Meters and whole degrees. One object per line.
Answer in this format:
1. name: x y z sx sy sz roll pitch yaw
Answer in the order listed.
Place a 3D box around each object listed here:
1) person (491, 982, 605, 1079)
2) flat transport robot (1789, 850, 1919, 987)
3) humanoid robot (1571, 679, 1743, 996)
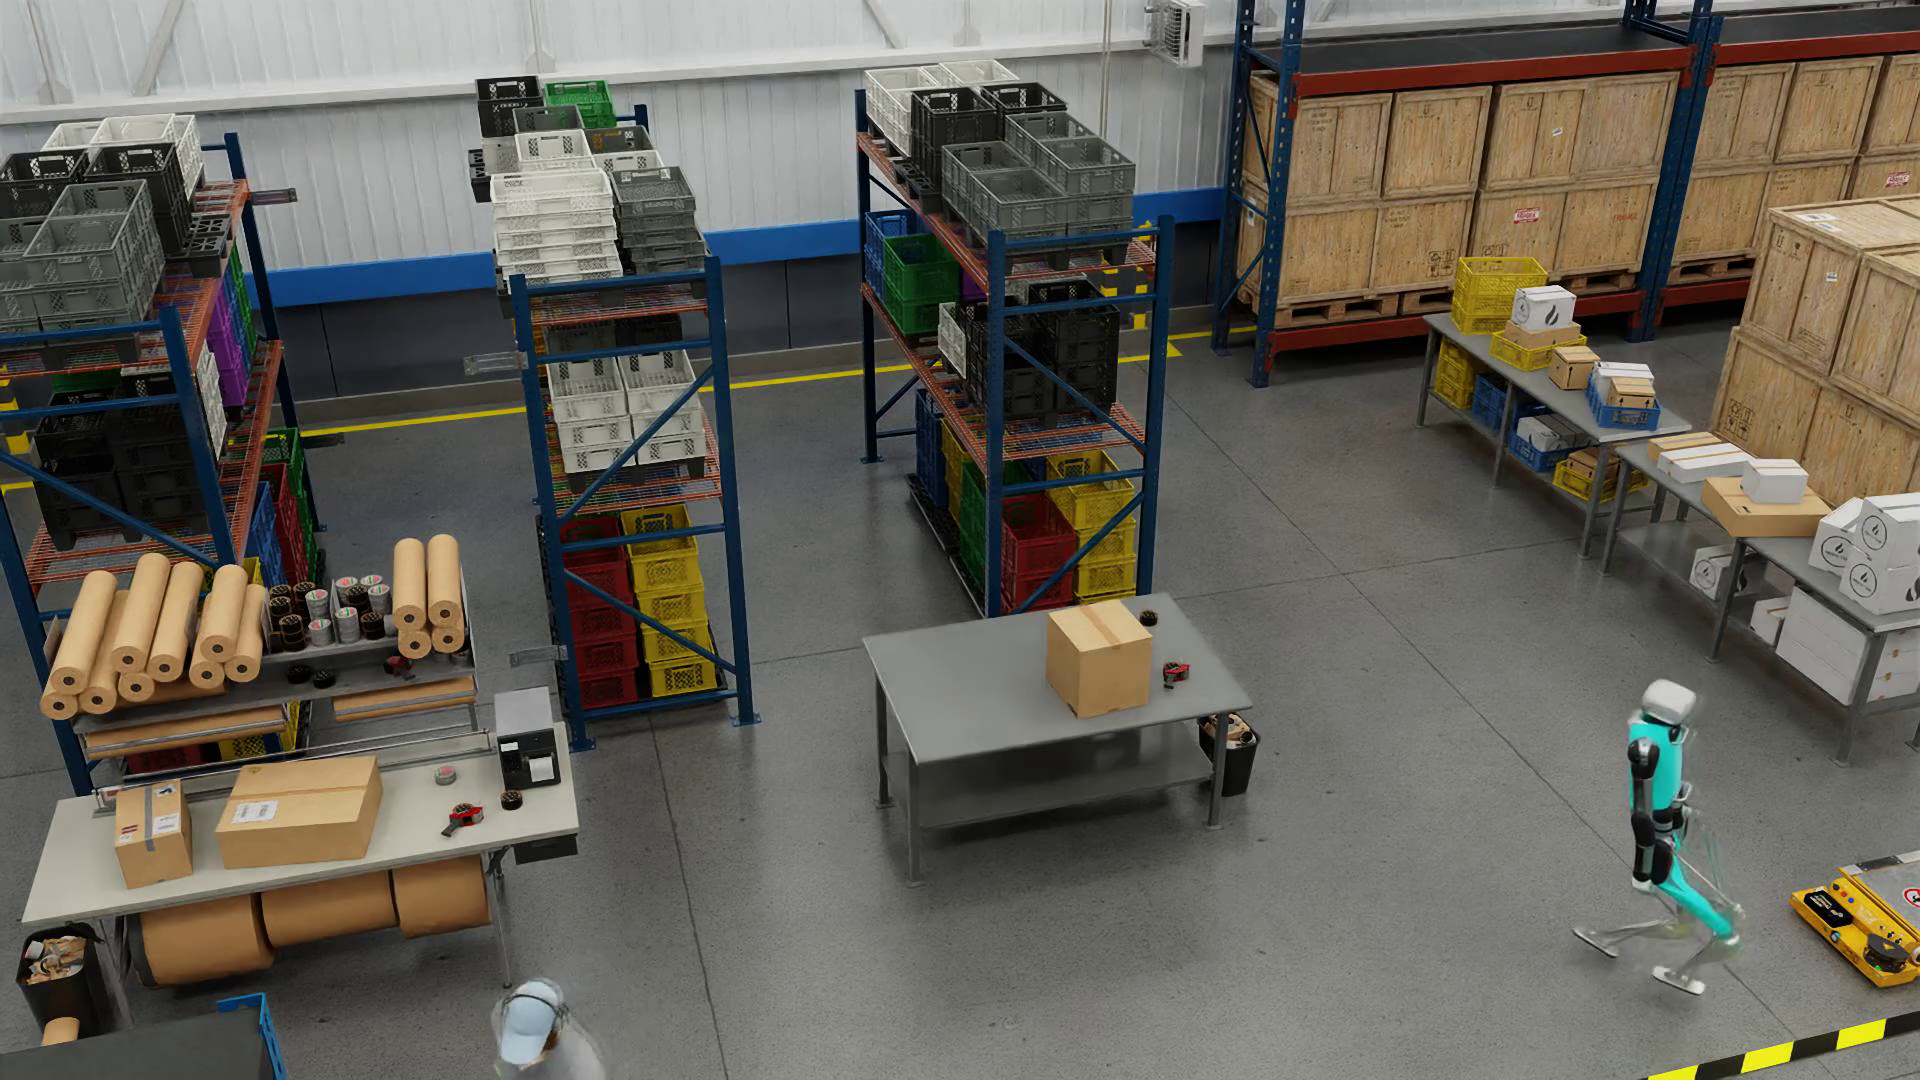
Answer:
1. person: -1.546 2.306 6.353 0.644 1.818 0.474 23 36 36
2. flat transport robot: 5.163 1.916 8.676 1.431 0.231 0.659 -8 30 -14
3. humanoid robot: 3.450 1.501 7.895 0.898 1.753 0.539 18 34 29
